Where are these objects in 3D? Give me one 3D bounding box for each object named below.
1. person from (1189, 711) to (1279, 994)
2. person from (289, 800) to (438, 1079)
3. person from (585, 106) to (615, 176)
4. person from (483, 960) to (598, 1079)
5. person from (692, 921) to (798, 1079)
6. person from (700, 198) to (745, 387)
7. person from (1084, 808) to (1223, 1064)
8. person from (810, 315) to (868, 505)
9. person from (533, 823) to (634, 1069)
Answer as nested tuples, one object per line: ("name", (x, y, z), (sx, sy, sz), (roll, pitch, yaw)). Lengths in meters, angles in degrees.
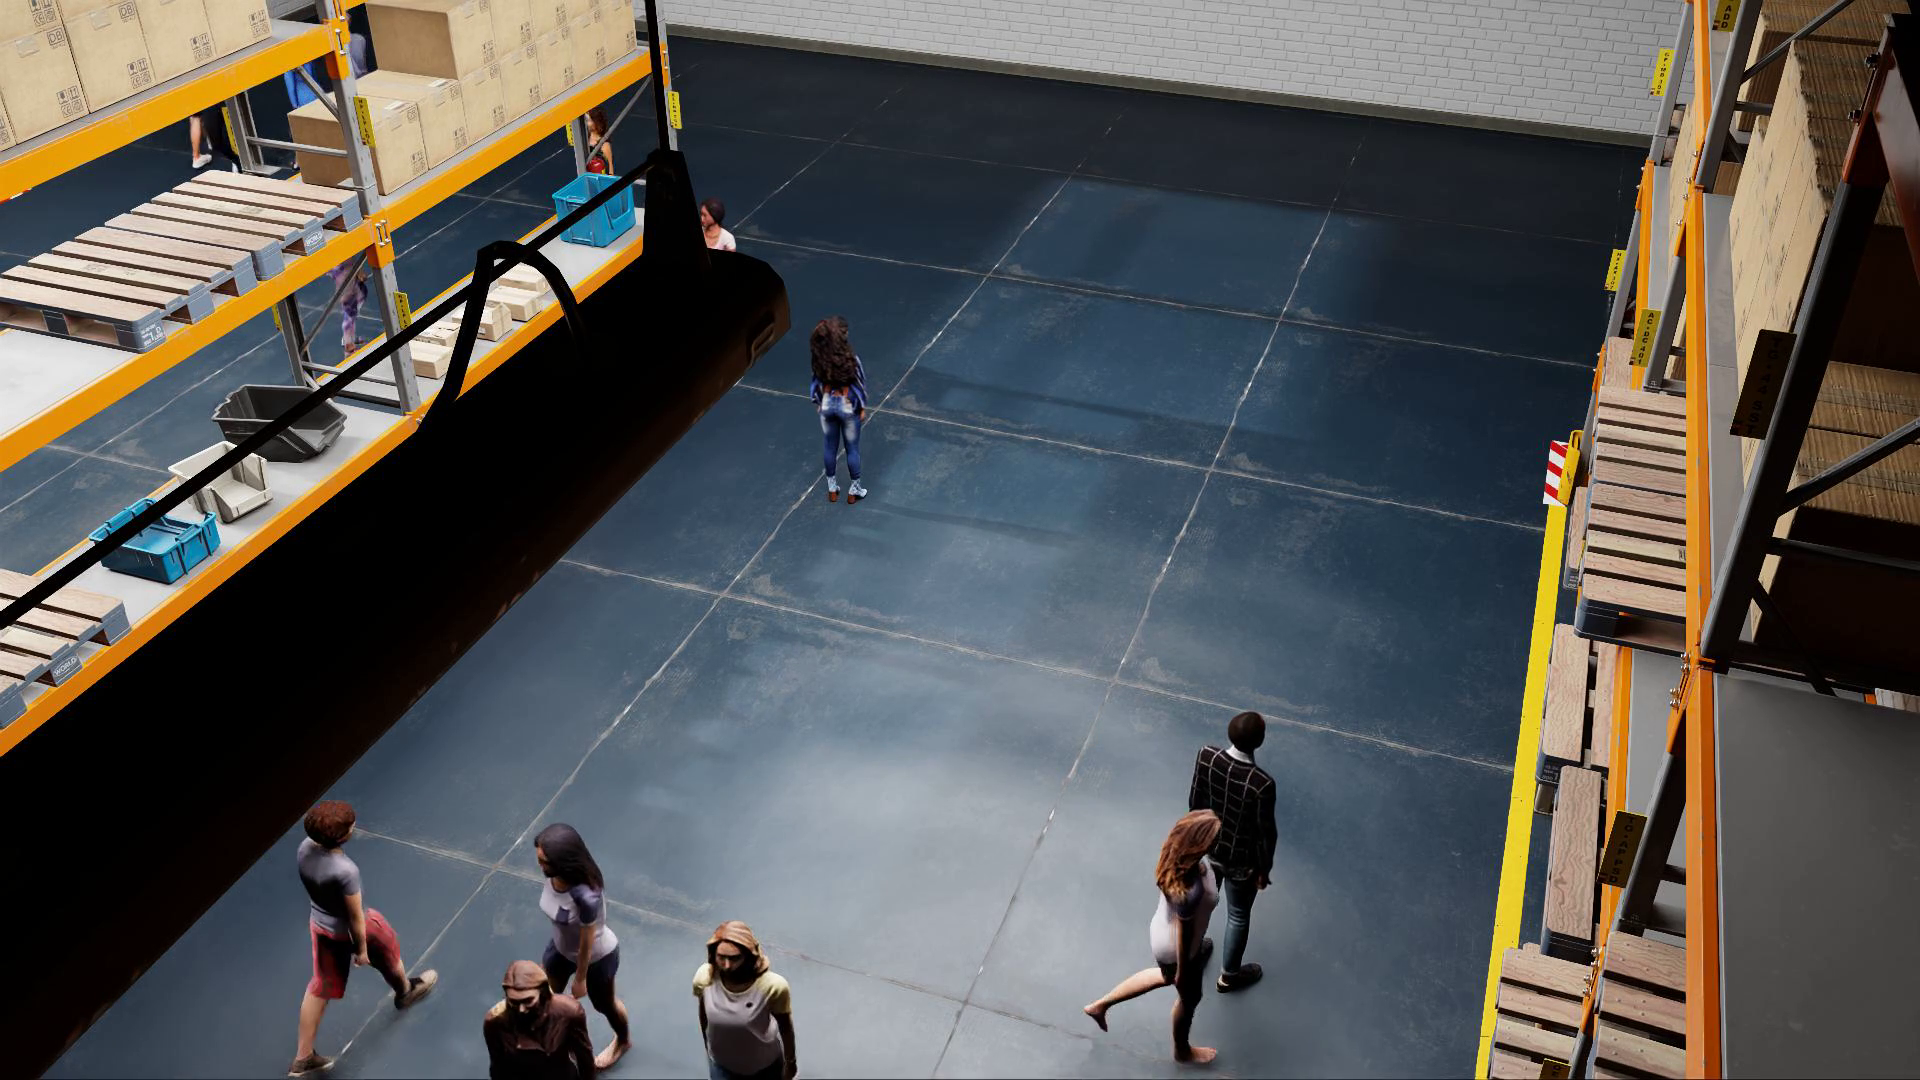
("person", (1.419, 1.643, 8.820), (0.735, 1.820, 0.694), (27, 42, 34))
("person", (-3.199, 2.024, 8.428), (0.712, 1.618, 1.202), (16, 37, 23))
("person", (-3.439, -3.400, 16.399), (0.851, 1.828, 0.768), (-25, 41, -33))
("person", (-1.896, 2.491, 7.659), (0.770, 1.692, 0.856), (-3, 34, -5))
("person", (-0.980, 2.376, 7.818), (0.750, 1.708, 1.044), (5, 34, 8))
("person", (-2.122, -2.187, 14.653), (0.631, 1.741, 0.586), (20, 39, 28))
("person", (1.005, 2.014, 8.363), (0.842, 1.707, 0.953), (2, 34, 2))
("person", (-0.941, -1.024, 13.018), (0.589, 1.614, 0.526), (12, 35, 17))
("person", (-1.825, 2.024, 8.365), (0.721, 1.688, 0.814), (27, 42, 34))
